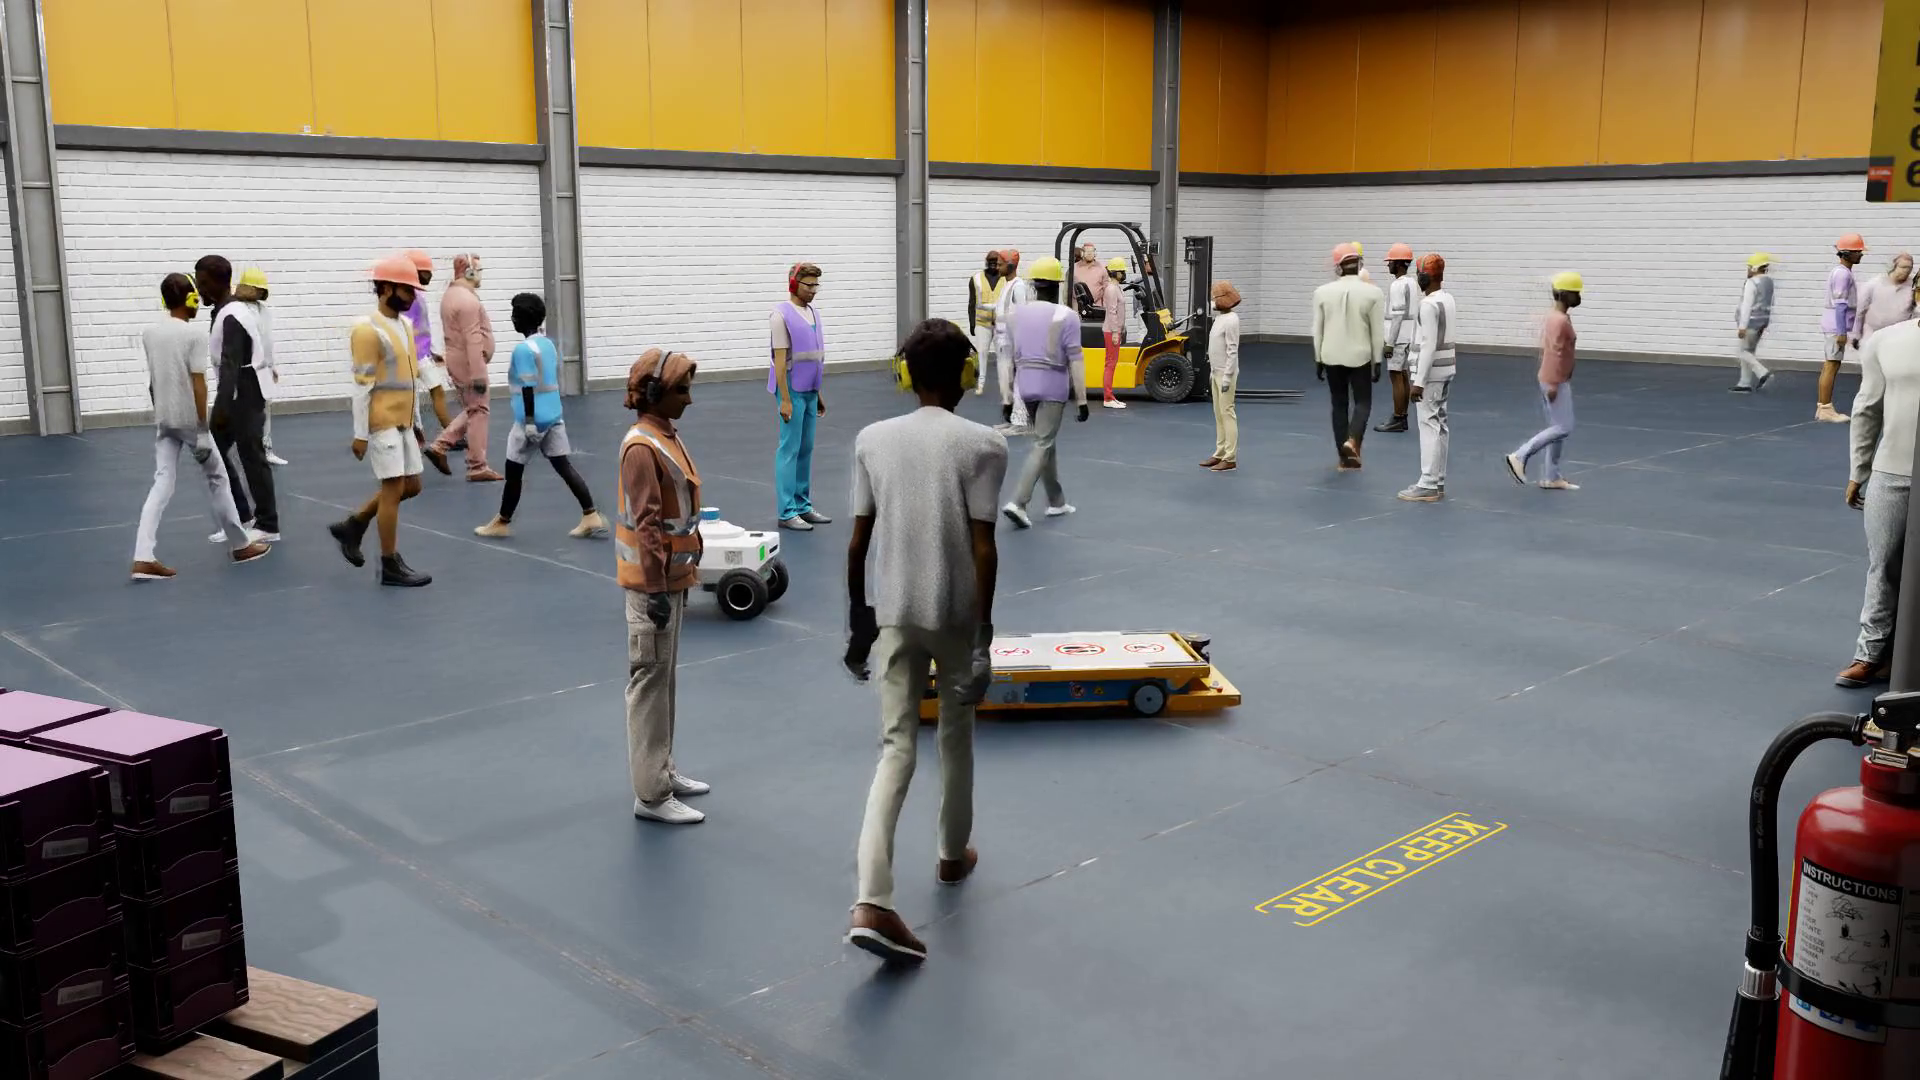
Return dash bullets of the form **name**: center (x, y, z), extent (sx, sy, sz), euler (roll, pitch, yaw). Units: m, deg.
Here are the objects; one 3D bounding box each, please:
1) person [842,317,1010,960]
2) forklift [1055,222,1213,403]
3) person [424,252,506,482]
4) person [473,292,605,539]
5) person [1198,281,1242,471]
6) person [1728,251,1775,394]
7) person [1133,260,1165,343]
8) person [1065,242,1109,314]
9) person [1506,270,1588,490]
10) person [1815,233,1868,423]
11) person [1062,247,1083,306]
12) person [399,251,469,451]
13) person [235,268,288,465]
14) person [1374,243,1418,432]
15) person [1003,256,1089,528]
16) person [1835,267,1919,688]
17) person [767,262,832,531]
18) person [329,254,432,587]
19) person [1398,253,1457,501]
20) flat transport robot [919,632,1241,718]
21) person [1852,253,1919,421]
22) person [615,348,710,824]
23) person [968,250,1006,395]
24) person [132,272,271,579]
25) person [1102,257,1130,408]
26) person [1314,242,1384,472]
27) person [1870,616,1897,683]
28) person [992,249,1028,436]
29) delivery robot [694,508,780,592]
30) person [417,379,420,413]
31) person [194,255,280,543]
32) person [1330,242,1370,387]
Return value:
- **person**: center (-0.141, 0.260, 4.833), extent (0.534, 1.800, 1.005), euler (3, 11, 14)
- **forklift**: center (1.935, -2.847, 20.651), extent (2.313, 2.155, 1.214), euler (2, 11, 13)
- **person**: center (-4.055, -1.400, 13.608), extent (0.523, 1.892, 0.644), euler (-6, 12, -29)
- **person**: center (-2.789, -0.813, 11.044), extent (0.881, 1.651, 0.544), euler (2, 11, 10)
- **person**: center (2.263, -1.412, 14.358), extent (0.289, 1.632, 0.498), euler (-1, 10, -7)
- **person**: center (10.102, -2.743, 21.122), extent (0.616, 1.814, 0.533), euler (-9, 14, -40)
- **person**: center (3.008, -3.642, 26.514), extent (0.507, 1.631, 0.266), euler (3, 11, 13)
- **person**: center (1.885, -3.446, 24.689), extent (0.651, 1.913, 0.409), euler (1, 10, 4)
- **person**: center (4.683, -1.253, 13.174), extent (0.483, 1.756, 0.528), euler (3, 11, 16)
- **person**: center (9.550, -2.291, 18.028), extent (0.388, 2.045, 0.605), euler (5, 11, 24)
- **person**: center (1.816, -3.672, 26.109), extent (0.429, 1.845, 0.621), euler (6, 12, 29)
- **person**: center (-5.067, -1.743, 15.489), extent (1.013, 1.885, 0.551), euler (-4, 11, -20)
- **person**: center (-6.123, -1.491, 14.507), extent (0.305, 1.738, 0.484), euler (2, 11, 13)
- **person**: center (4.504, -2.077, 17.149), extent (0.354, 1.939, 0.544), euler (6, 12, 29)
- **person**: center (0.567, -1.043, 11.678), extent (0.603, 1.891, 0.968), euler (8, 13, 37)
- **person**: center (4.217, -0.267, 7.283), extent (0.354, 1.936, 0.636), euler (-9, 14, -41)
- **person**: center (-1.124, -0.995, 11.525), extent (0.389, 1.837, 0.563), euler (4, 11, 20)
- **person**: center (-3.389, -0.690, 9.656), extent (0.641, 1.914, 0.585), euler (1, 10, 6)
- **person**: center (3.594, -1.239, 12.726), extent (0.355, 1.886, 0.572), euler (6, 12, 31)
- **flat transport robot**: center (0.443, 0.573, 7.251), extent (1.431, 0.197, 0.652), euler (-1, 10, -6)
- **person**: center (10.230, -2.228, 18.307), extent (0.650, 1.823, 1.067), euler (2, 11, 12)
- **person**: center (-1.043, 0.155, 5.796), extent (0.309, 1.640, 0.514), euler (-1, 10, -3)
- **person**: center (0.419, -2.746, 21.104), extent (0.631, 1.837, 0.430), euler (0, 10, 2)
- **person**: center (-4.647, -0.690, 9.966), extent (0.532, 1.806, 1.005), euler (3, 11, 18)
- **person**: center (1.830, -2.433, 19.562), extent (0.313, 1.769, 0.525), euler (1, 10, 7)
- **person**: center (3.308, -1.545, 14.195), extent (0.619, 1.962, 0.539), euler (4, 11, 23)
- **person**: center (4.354, -0.233, 7.369), extent (0.343, 1.839, 0.506), euler (-9, 13, -39)
- **person**: center (0.527, -2.002, 16.887), extent (0.337, 1.882, 0.584), euler (-2, 11, -12)
- **delivery robot**: center (-1.346, 0.069, 8.965), extent (0.707, 0.478, 0.477), euler (2, 11, 9)
- **person**: center (-6.189, -2.153, 18.395), extent (0.273, 1.632, 0.508), euler (3, 11, 14)
- **person**: center (-4.753, -0.893, 10.810), extent (0.581, 1.893, 0.598), euler (-7, 12, -32)
- **person**: center (5.222, -3.007, 22.249), extent (0.587, 1.927, 0.364), euler (8, 13, 38)
